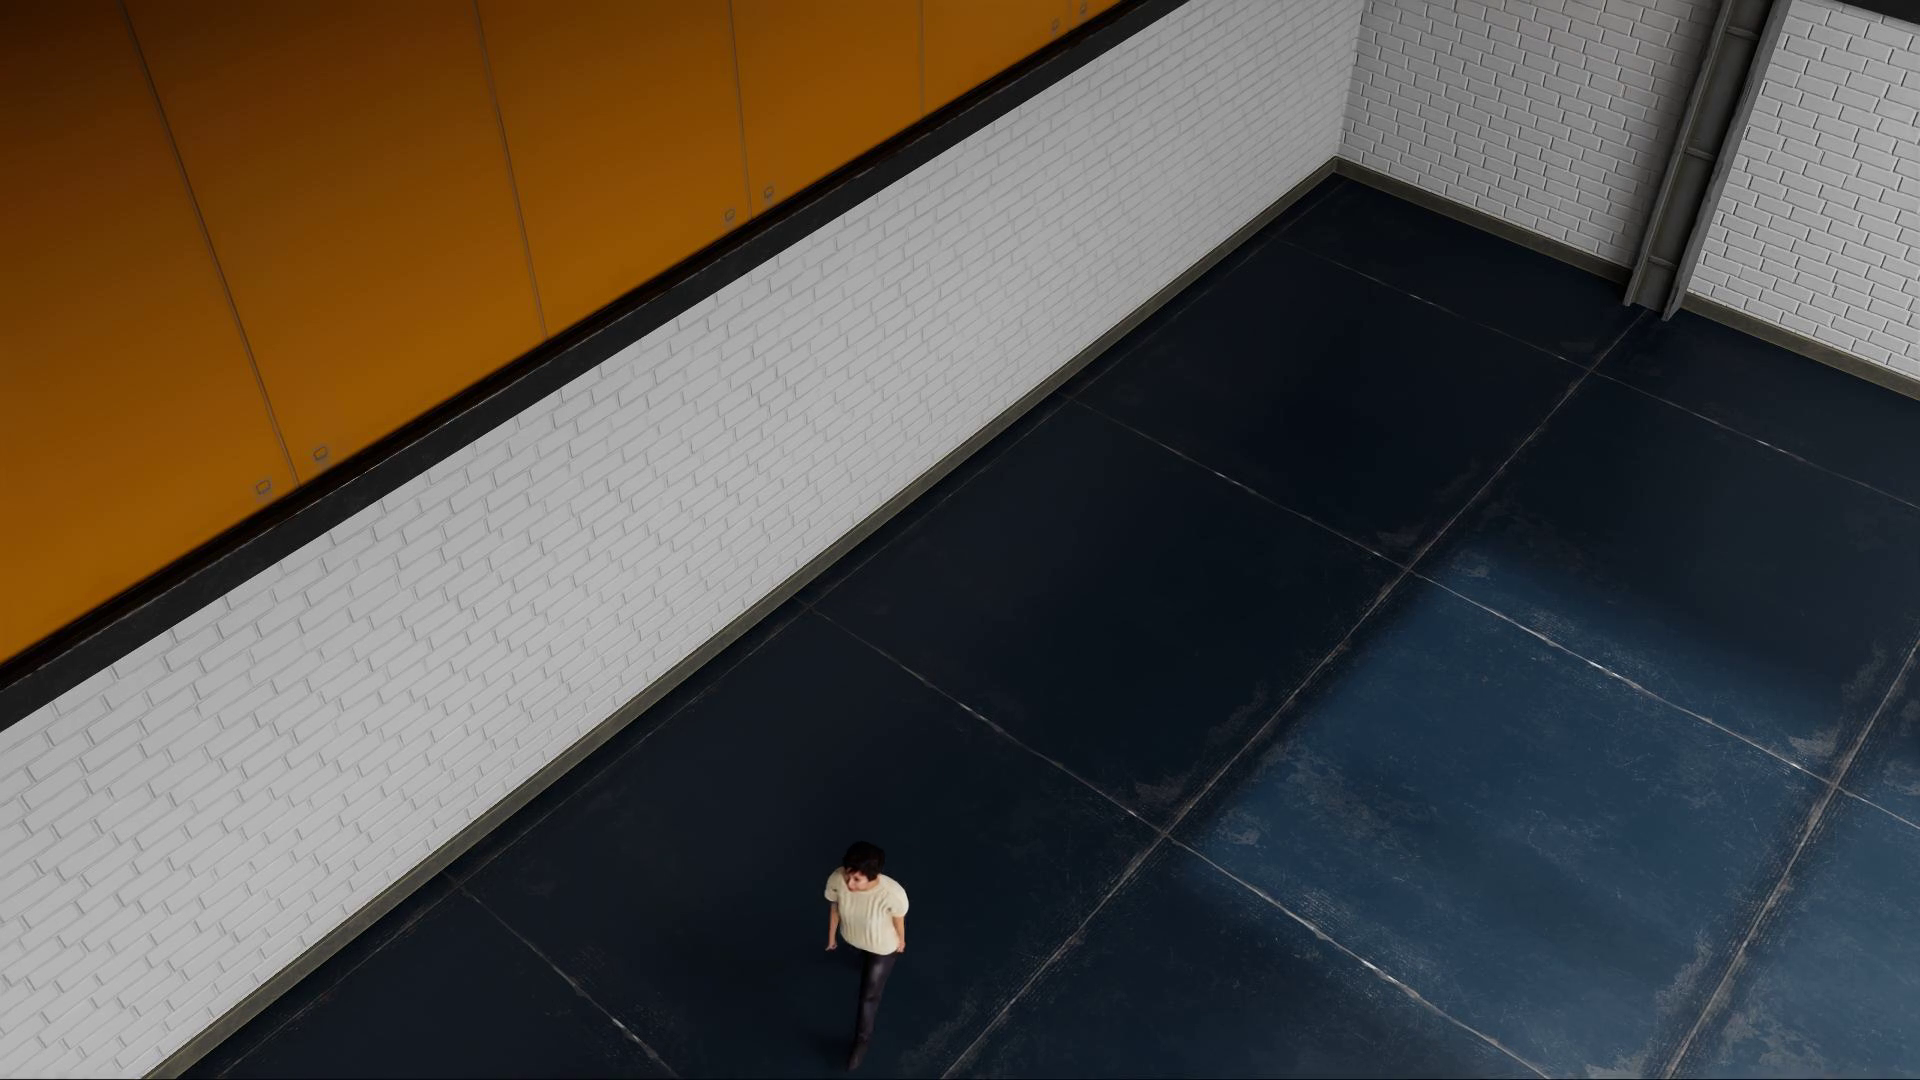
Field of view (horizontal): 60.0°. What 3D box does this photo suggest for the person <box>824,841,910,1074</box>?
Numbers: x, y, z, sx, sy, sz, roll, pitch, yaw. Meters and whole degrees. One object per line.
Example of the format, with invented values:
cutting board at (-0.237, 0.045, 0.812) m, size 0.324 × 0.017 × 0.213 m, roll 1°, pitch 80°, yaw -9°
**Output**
person at (-0.442, 2.032, 8.761) m, size 0.998 × 1.547 × 0.796 m, roll 20°, pitch 47°, yaw 20°
